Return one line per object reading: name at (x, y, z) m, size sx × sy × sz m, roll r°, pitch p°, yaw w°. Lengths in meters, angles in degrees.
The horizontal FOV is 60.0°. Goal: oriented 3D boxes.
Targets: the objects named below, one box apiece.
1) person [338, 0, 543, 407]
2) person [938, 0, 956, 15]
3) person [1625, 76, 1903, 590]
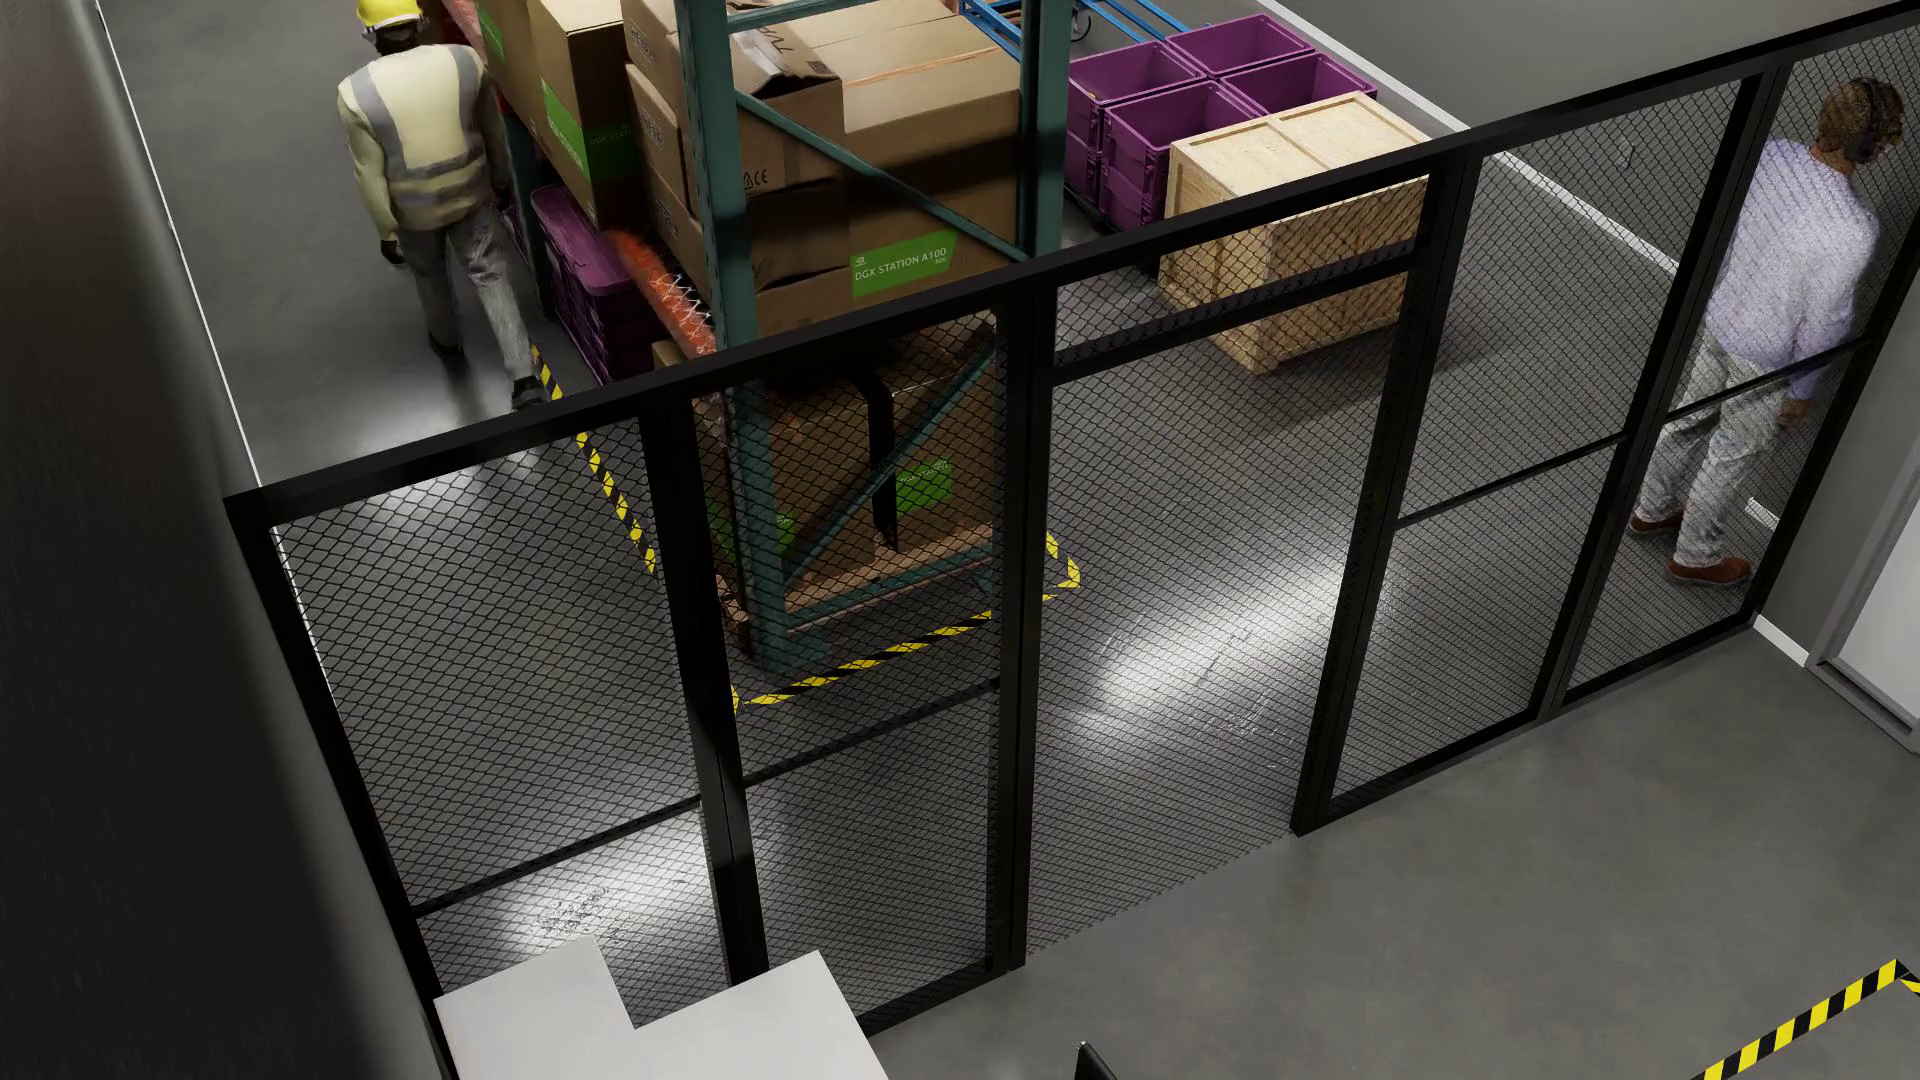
person at (-2.017, -1.338, 6.516) m, size 0.607 × 1.804 × 0.881 m, roll -23°, pitch 47°, yaw -23°
person at (-0.286, -1.835, 6.927) m, size 0.634 × 1.973 × 0.450 m, roll -32°, pitch 51°, yaw -30°
person at (2.732, -0.677, 5.686) m, size 0.369 × 1.938 × 0.630 m, roll -7°, pitch 43°, yaw -7°
